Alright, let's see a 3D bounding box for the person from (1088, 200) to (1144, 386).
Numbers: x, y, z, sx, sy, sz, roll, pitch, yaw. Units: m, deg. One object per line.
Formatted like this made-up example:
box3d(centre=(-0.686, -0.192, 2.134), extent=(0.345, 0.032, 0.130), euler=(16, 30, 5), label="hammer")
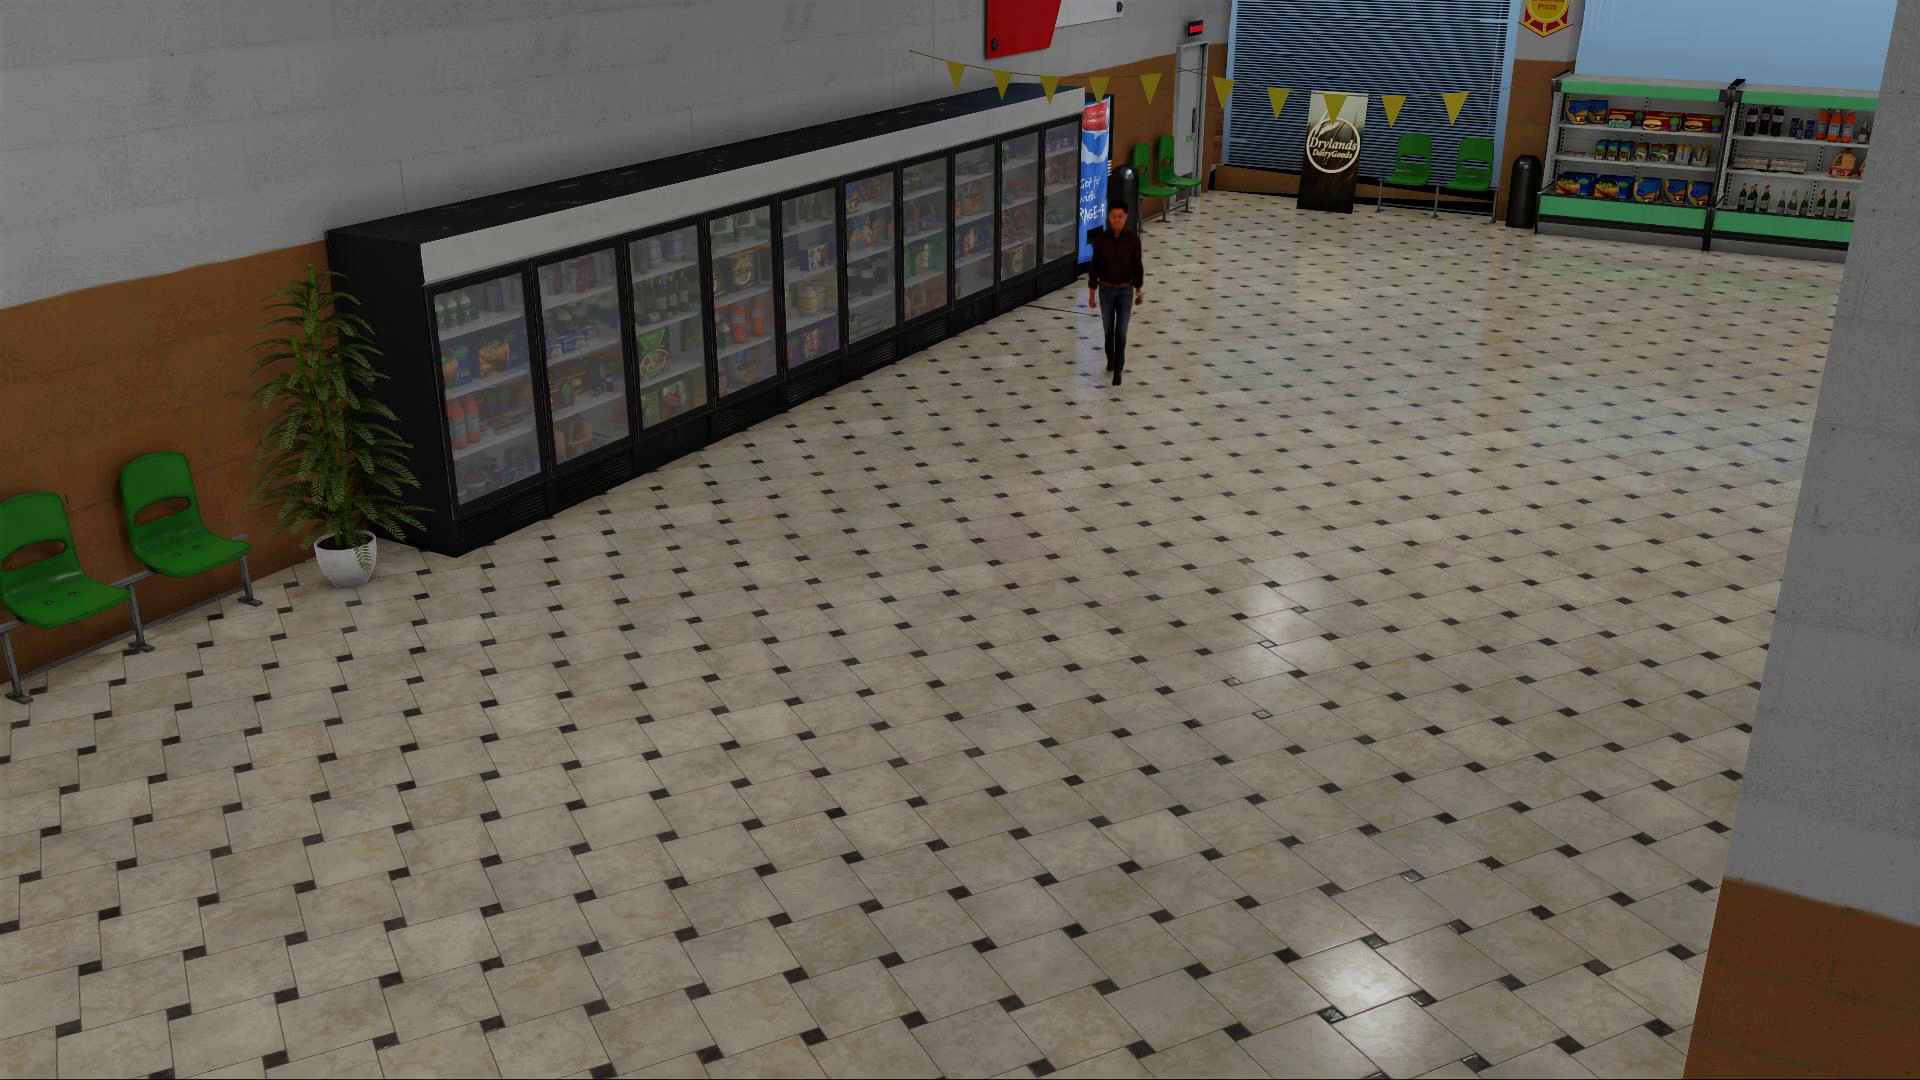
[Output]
box3d(centre=(1.495, -2.388, 16.038), extent=(1.190, 1.730, 1.023), euler=(3, 22, 8), label="person")
